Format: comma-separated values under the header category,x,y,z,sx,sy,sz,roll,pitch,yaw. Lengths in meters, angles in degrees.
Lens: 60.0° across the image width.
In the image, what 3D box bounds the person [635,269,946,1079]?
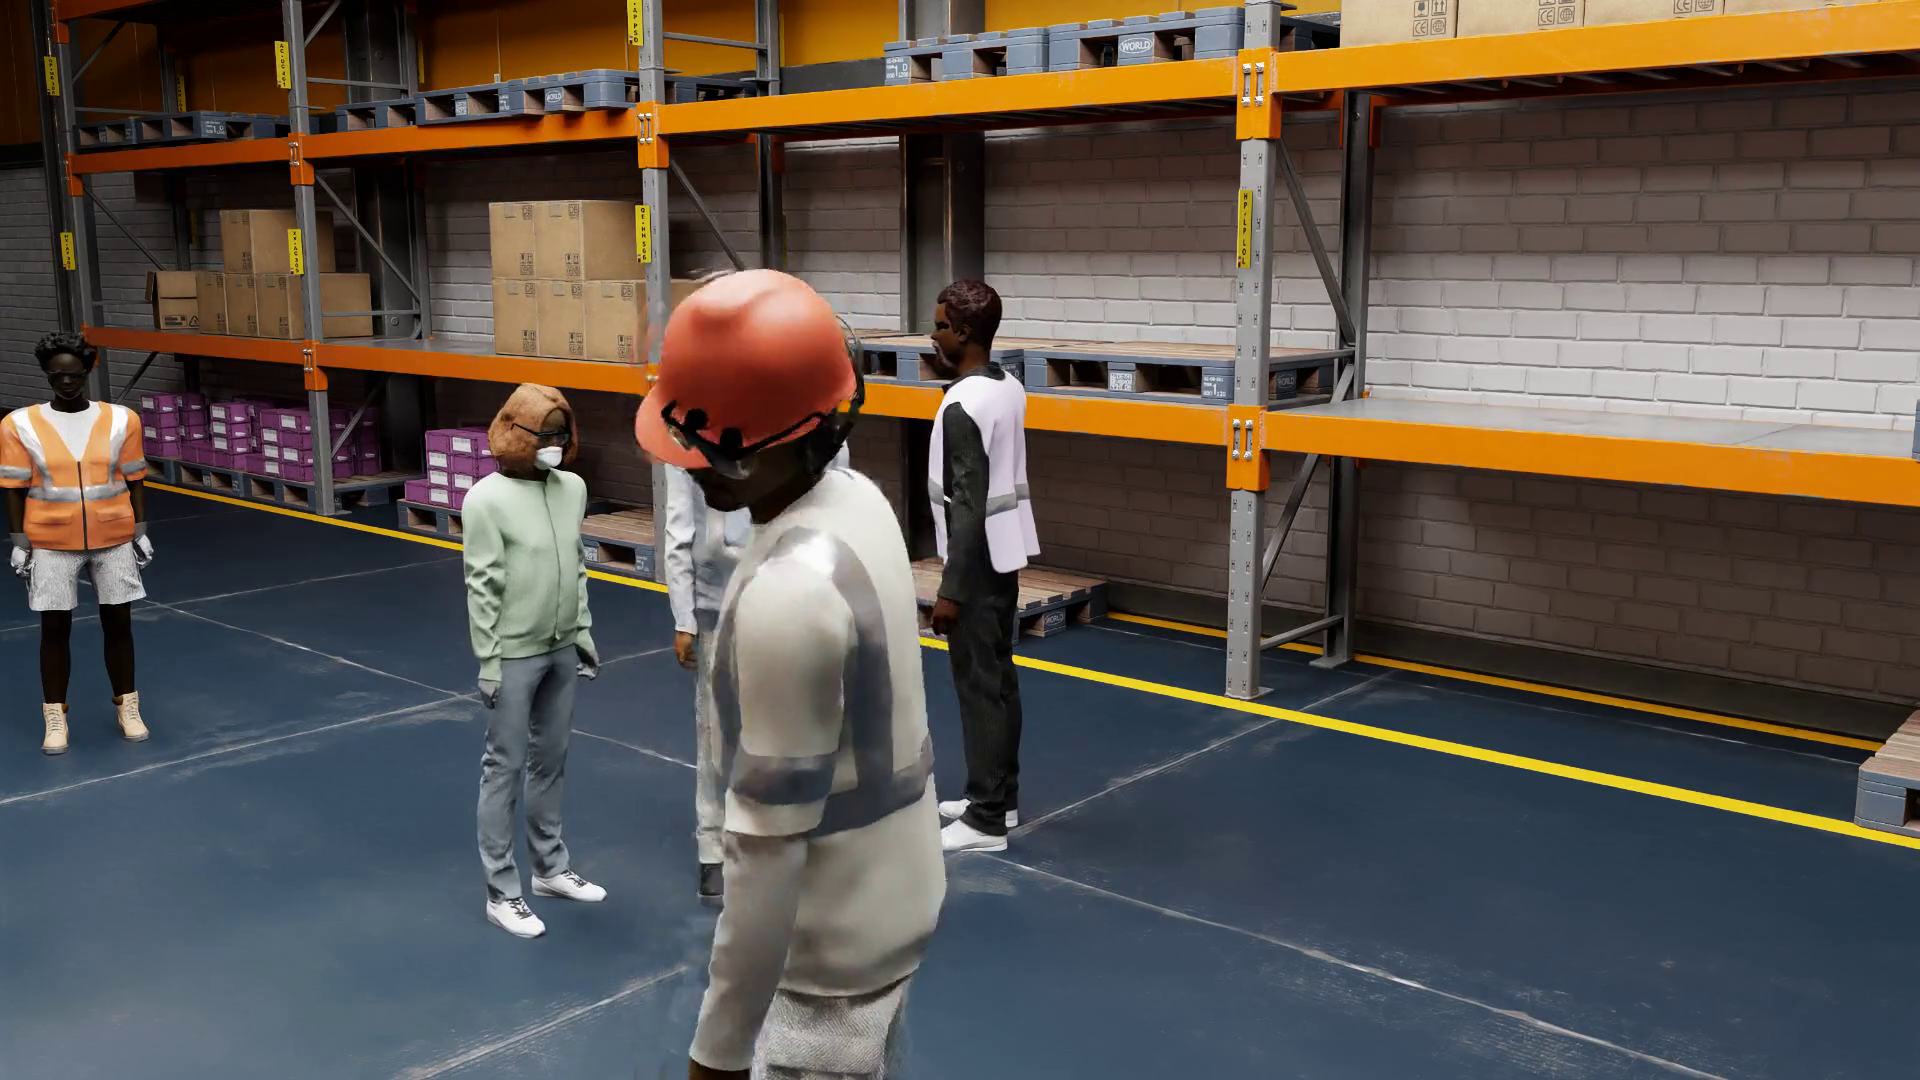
category,x,y,z,sx,sy,sz,roll,pitch,yaw
person,-0.172,0.600,2.532,0.472,1.996,0.685,1,10,6

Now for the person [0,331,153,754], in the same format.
category,x,y,z,sx,sy,sz,roll,pitch,yaw
person,-3.548,0.007,6.714,0.540,1.697,0.316,-7,12,-34

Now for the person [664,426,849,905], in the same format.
category,x,y,z,sx,sy,sz,roll,pitch,yaw
person,-0.612,0.214,5.166,0.592,1.828,0.404,-3,10,-16

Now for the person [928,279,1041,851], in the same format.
category,x,y,z,sx,sy,sz,roll,pitch,yaw
person,0.063,0.093,5.594,0.391,1.920,0.585,3,10,15

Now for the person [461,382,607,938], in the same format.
category,x,y,z,sx,sy,sz,roll,pitch,yaw
person,-1.266,0.343,4.986,0.292,1.632,0.501,5,11,26
